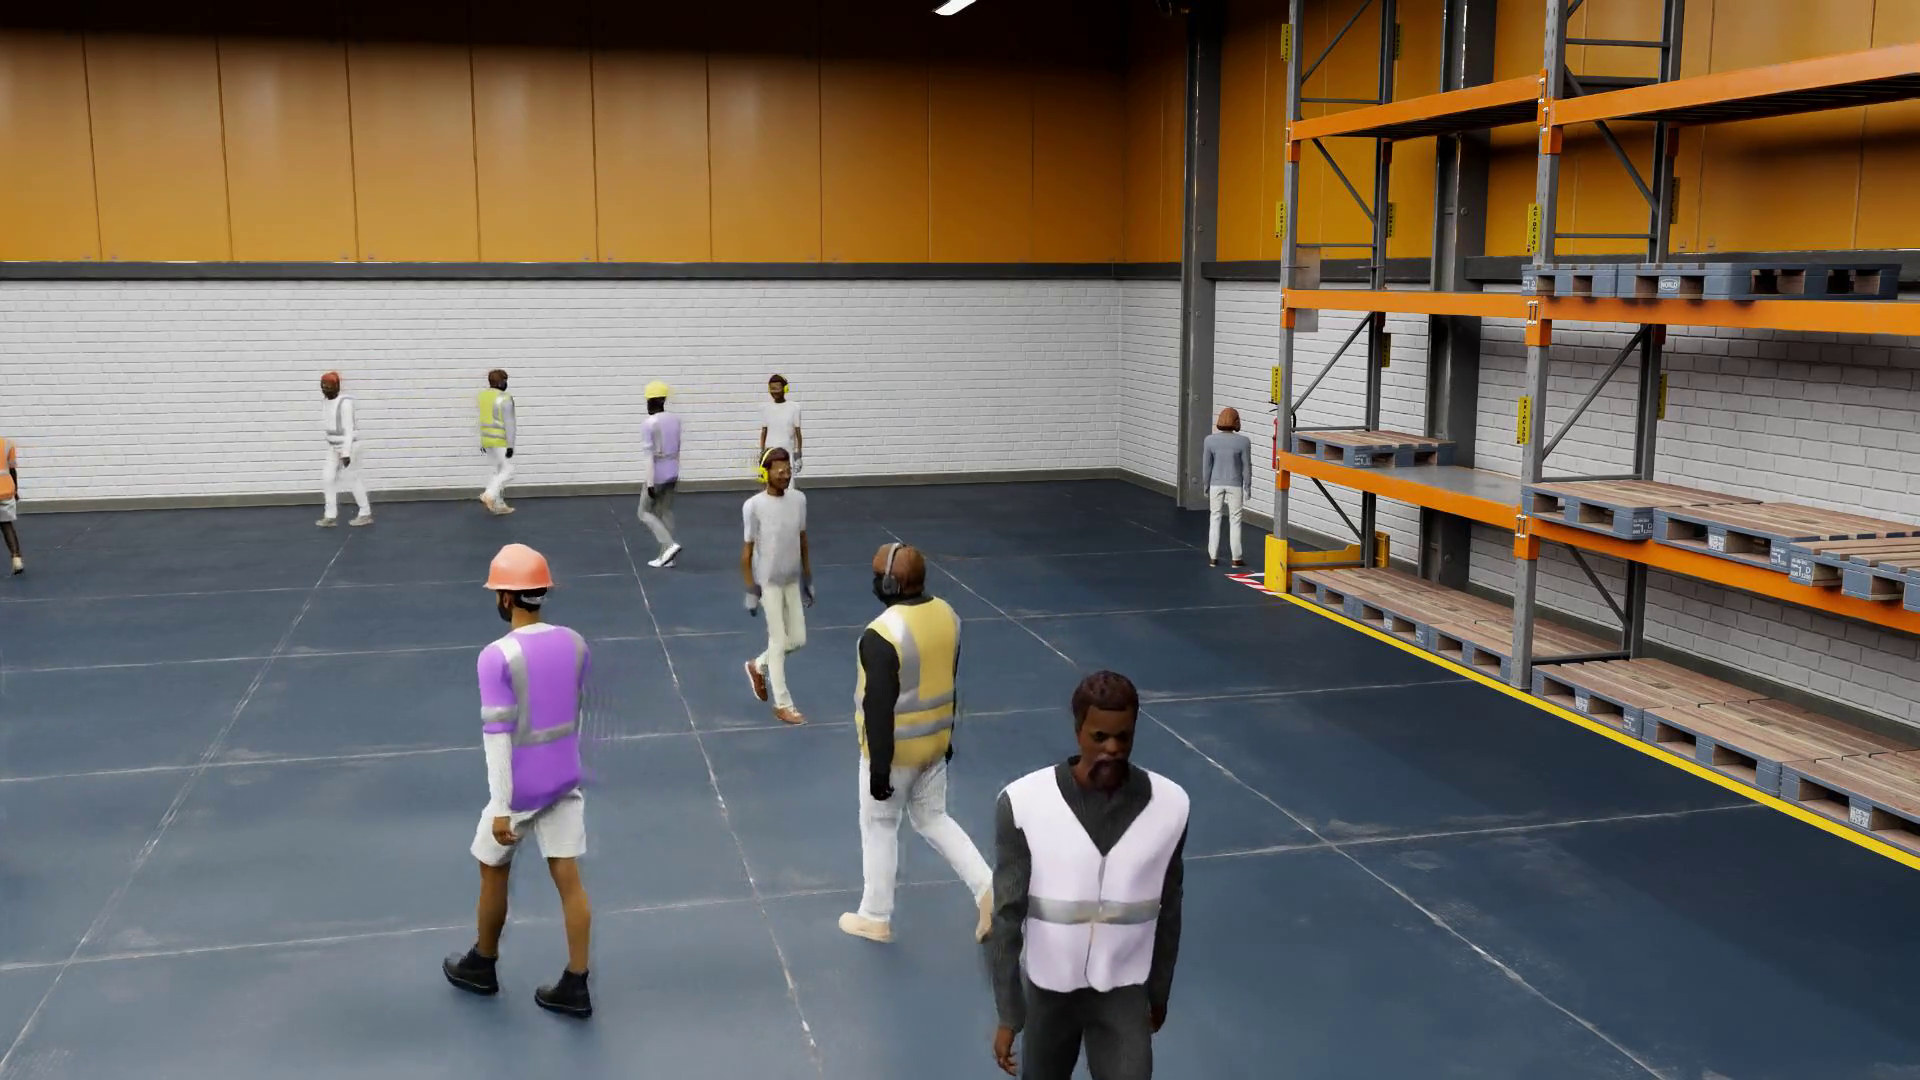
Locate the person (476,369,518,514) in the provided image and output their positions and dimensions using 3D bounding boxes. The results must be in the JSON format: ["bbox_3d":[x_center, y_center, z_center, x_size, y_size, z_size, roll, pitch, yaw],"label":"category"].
[{"bbox_3d":[-5.710,-1.188,20.426,0.632,1.829,0.557,7,11,36],"label":"person"}]

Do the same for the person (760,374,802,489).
[{"bbox_3d":[-2.022,-0.945,18.813,0.503,1.858,0.330,2,9,14],"label":"person"}]

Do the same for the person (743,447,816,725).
[{"bbox_3d":[-1.233,0.285,11.127,0.533,1.857,0.629,-9,13,-44],"label":"person"}]

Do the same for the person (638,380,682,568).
[{"bbox_3d":[-3.025,-0.654,16.793,0.444,1.910,0.595,6,11,32],"label":"person"}]

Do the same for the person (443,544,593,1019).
[{"bbox_3d":[-1.808,0.957,6.776,0.898,1.897,0.563,6,11,35],"label":"person"}]

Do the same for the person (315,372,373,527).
[{"bbox_3d":[-7.270,-1.053,19.493,0.597,1.839,0.825,6,11,33],"label":"person"}]

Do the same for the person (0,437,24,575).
[{"bbox_3d":[-9.429,-0.441,16.149,0.372,1.693,0.564,6,11,32],"label":"person"}]

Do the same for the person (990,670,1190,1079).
[{"bbox_3d":[0.361,1.276,4.891,0.609,1.882,0.976,-1,9,-8],"label":"person"}]

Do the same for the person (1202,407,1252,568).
[{"bbox_3d":[2.718,-0.533,16.919,0.507,1.631,0.273,4,10,23],"label":"person"}]

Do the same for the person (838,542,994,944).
[{"bbox_3d":[-0.167,0.915,7.311,0.779,1.825,0.636,6,11,34],"label":"person"}]
